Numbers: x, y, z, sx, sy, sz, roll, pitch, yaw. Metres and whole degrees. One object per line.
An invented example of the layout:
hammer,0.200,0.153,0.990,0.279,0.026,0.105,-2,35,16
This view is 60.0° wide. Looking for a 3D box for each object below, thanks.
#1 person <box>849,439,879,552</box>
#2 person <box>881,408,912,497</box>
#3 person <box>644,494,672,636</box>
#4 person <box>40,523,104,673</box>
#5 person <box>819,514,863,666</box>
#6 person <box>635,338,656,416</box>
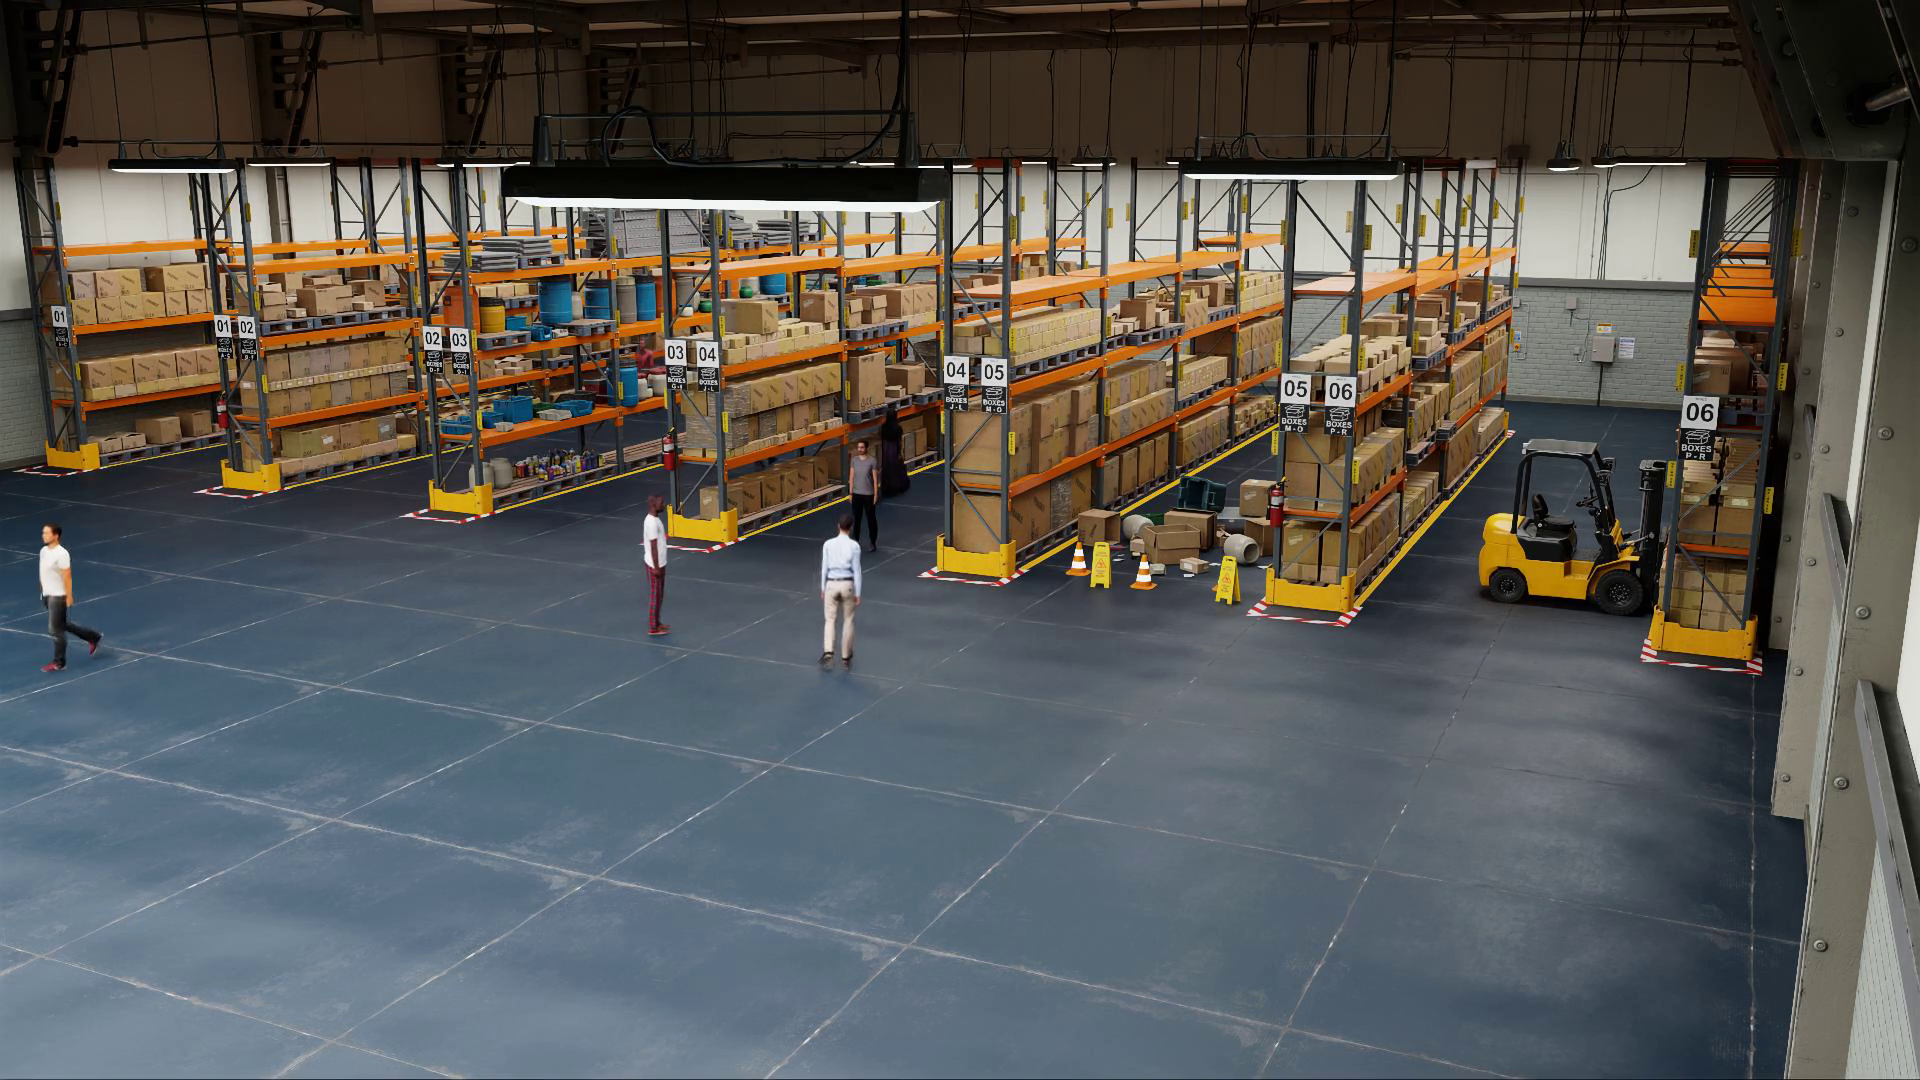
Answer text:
person,-1.497,-0.714,25.960,0.650,1.754,0.570,4,14,16
person,-1.278,-1.576,29.999,0.632,1.610,1.041,5,14,21
person,-3.922,0.297,21.421,0.781,1.832,0.667,-2,13,-10
person,-10.755,0.655,19.981,0.799,1.784,1.104,9,16,35
person,-1.448,0.629,20.021,0.853,1.817,1.023,0,13,2
person,-7.475,-3.906,39.625,0.776,1.808,1.128,7,15,29
